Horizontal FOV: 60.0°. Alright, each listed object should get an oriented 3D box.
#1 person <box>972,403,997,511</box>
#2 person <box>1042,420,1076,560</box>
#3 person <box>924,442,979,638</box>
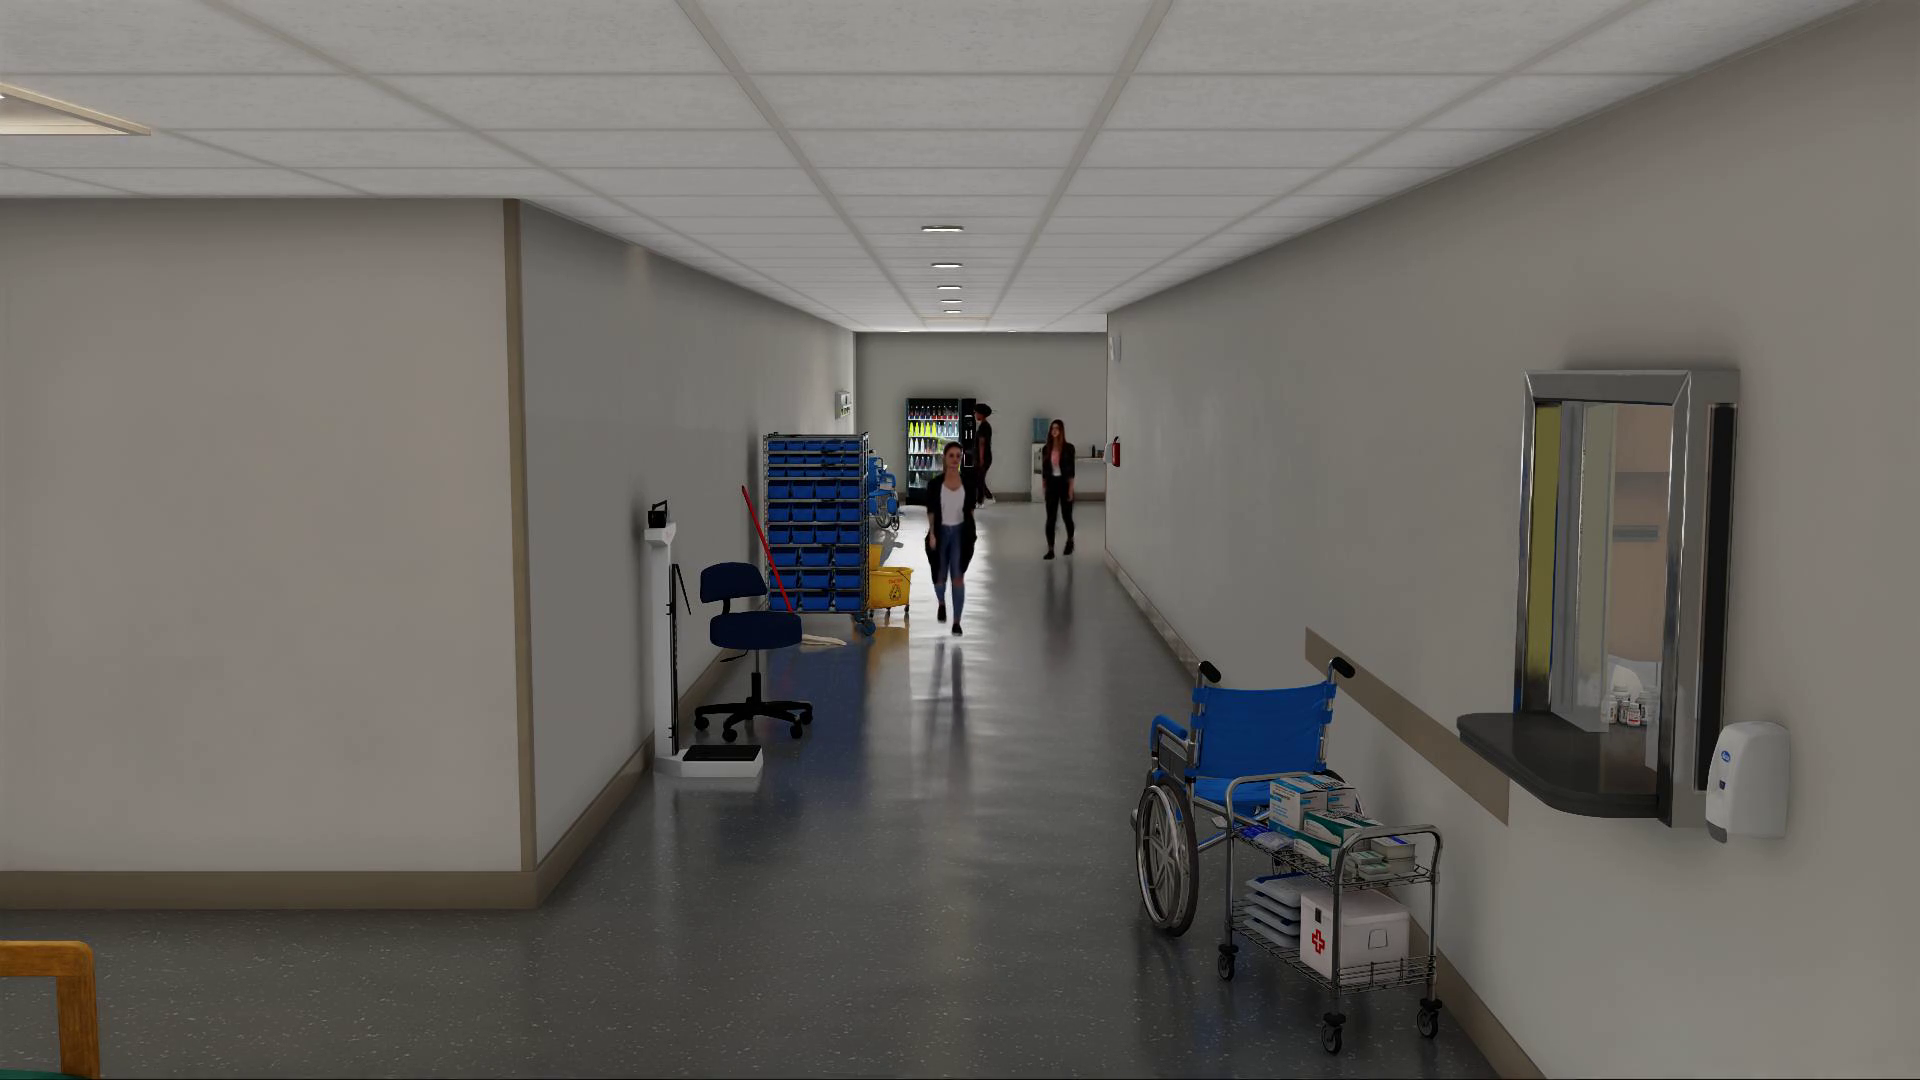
[{"bbox_3d":[0.412,-1.381,27.582,0.783,1.776,0.689,1,6,11],"label":"person"},{"bbox_3d":[1.248,-0.602,20.333,1.141,1.676,0.904,2,6,19],"label":"person"},{"bbox_3d":[-0.105,-0.006,14.545,1.038,1.650,0.696,0,6,-2],"label":"person"}]
